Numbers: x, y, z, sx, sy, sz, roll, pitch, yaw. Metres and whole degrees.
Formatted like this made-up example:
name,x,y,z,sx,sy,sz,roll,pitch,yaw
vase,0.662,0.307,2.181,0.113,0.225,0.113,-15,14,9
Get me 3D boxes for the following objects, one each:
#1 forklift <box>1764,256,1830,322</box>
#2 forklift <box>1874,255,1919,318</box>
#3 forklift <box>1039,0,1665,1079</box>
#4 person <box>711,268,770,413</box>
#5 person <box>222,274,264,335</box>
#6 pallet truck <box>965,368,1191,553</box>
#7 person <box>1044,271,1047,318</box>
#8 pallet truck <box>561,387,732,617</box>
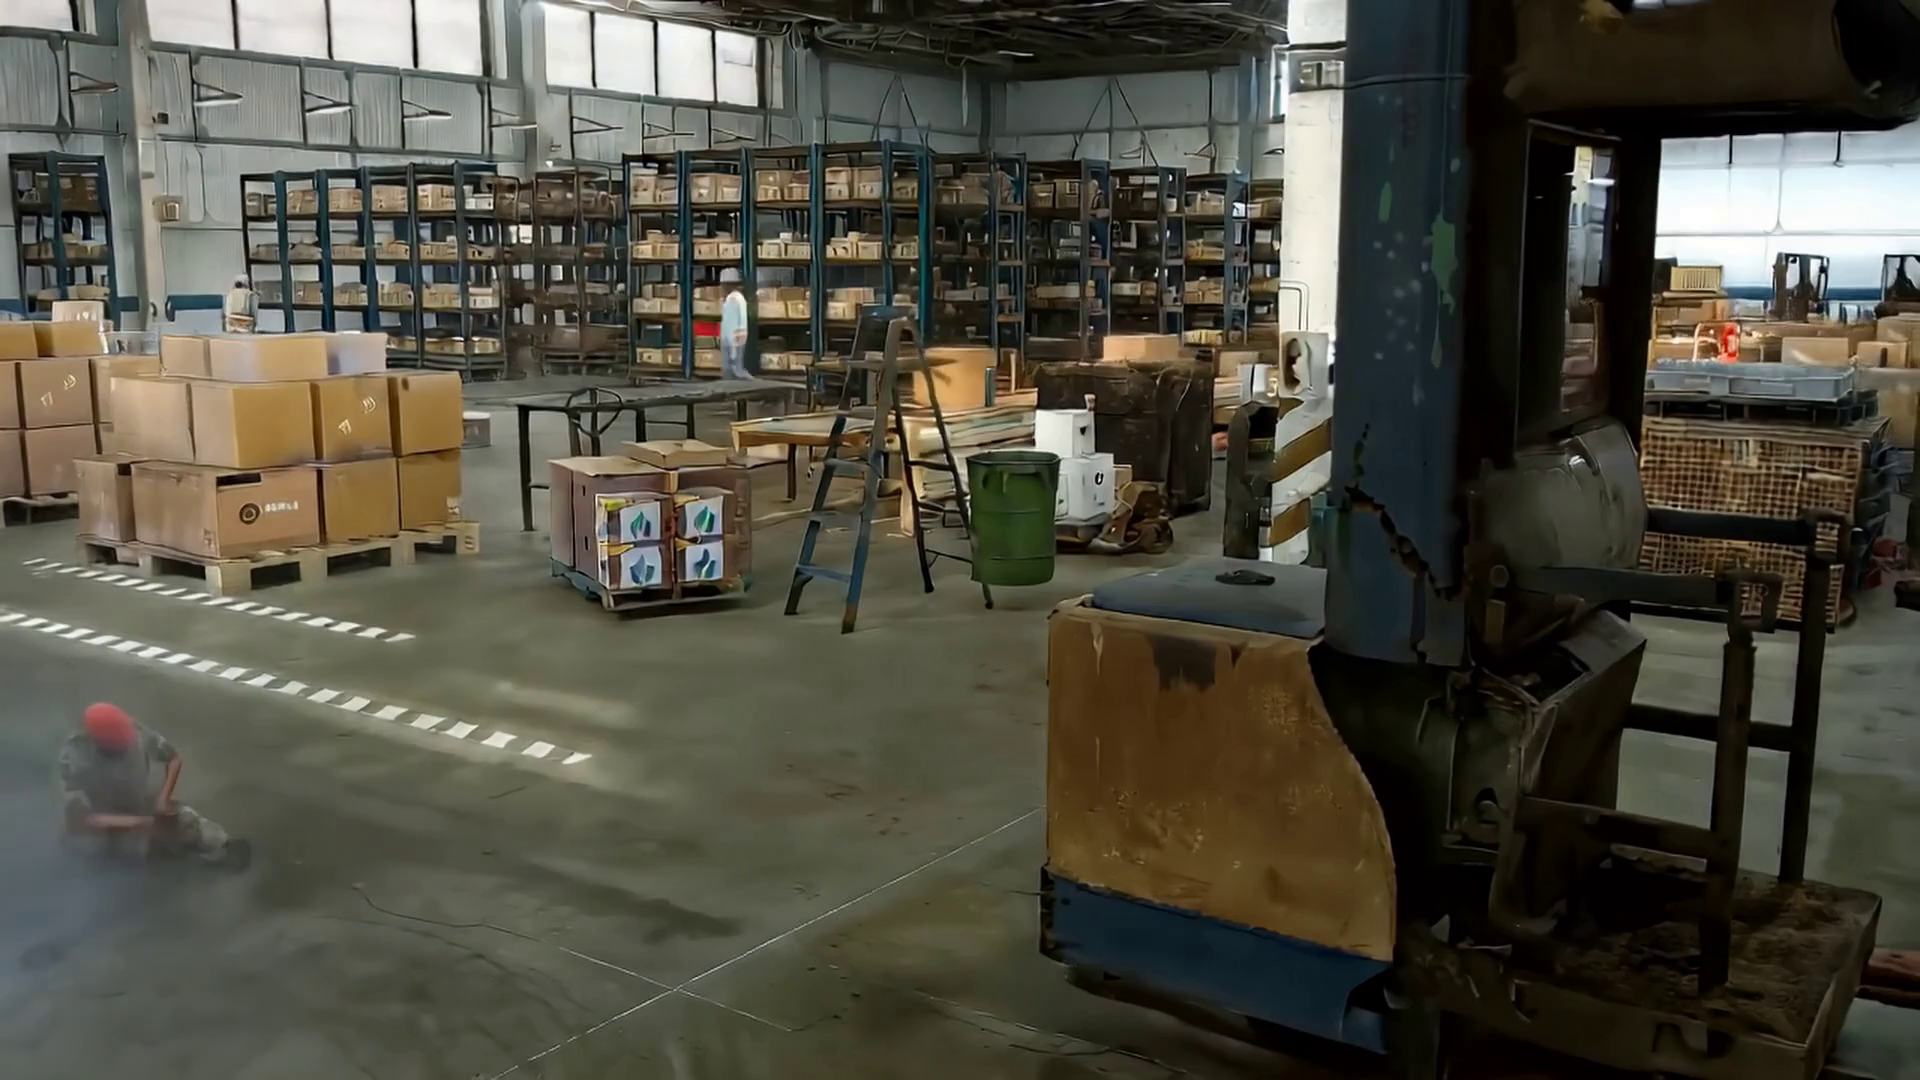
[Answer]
name,x,y,z,sx,sy,sz,roll,pitch,yaw
forklift,20.253,-5.854,40.139,1.157,1.987,2.680,7,12,35
forklift,22.089,-5.634,38.796,1.157,1.987,2.680,6,11,33
forklift,1.249,-0.137,4.360,1.873,2.768,1.129,7,12,35
person,-2.924,-2.626,22.024,0.747,1.931,0.616,3,10,15
person,-12.327,-3.673,28.632,0.631,1.807,0.445,2,10,11
pallet truck,0.845,-0.609,11.869,1.630,1.274,0.653,7,12,35
person,1.973,-5.599,39.989,0.564,1.837,0.388,7,12,37
pallet truck,-1.981,-0.274,10.088,0.680,1.201,1.601,-5,11,-28
